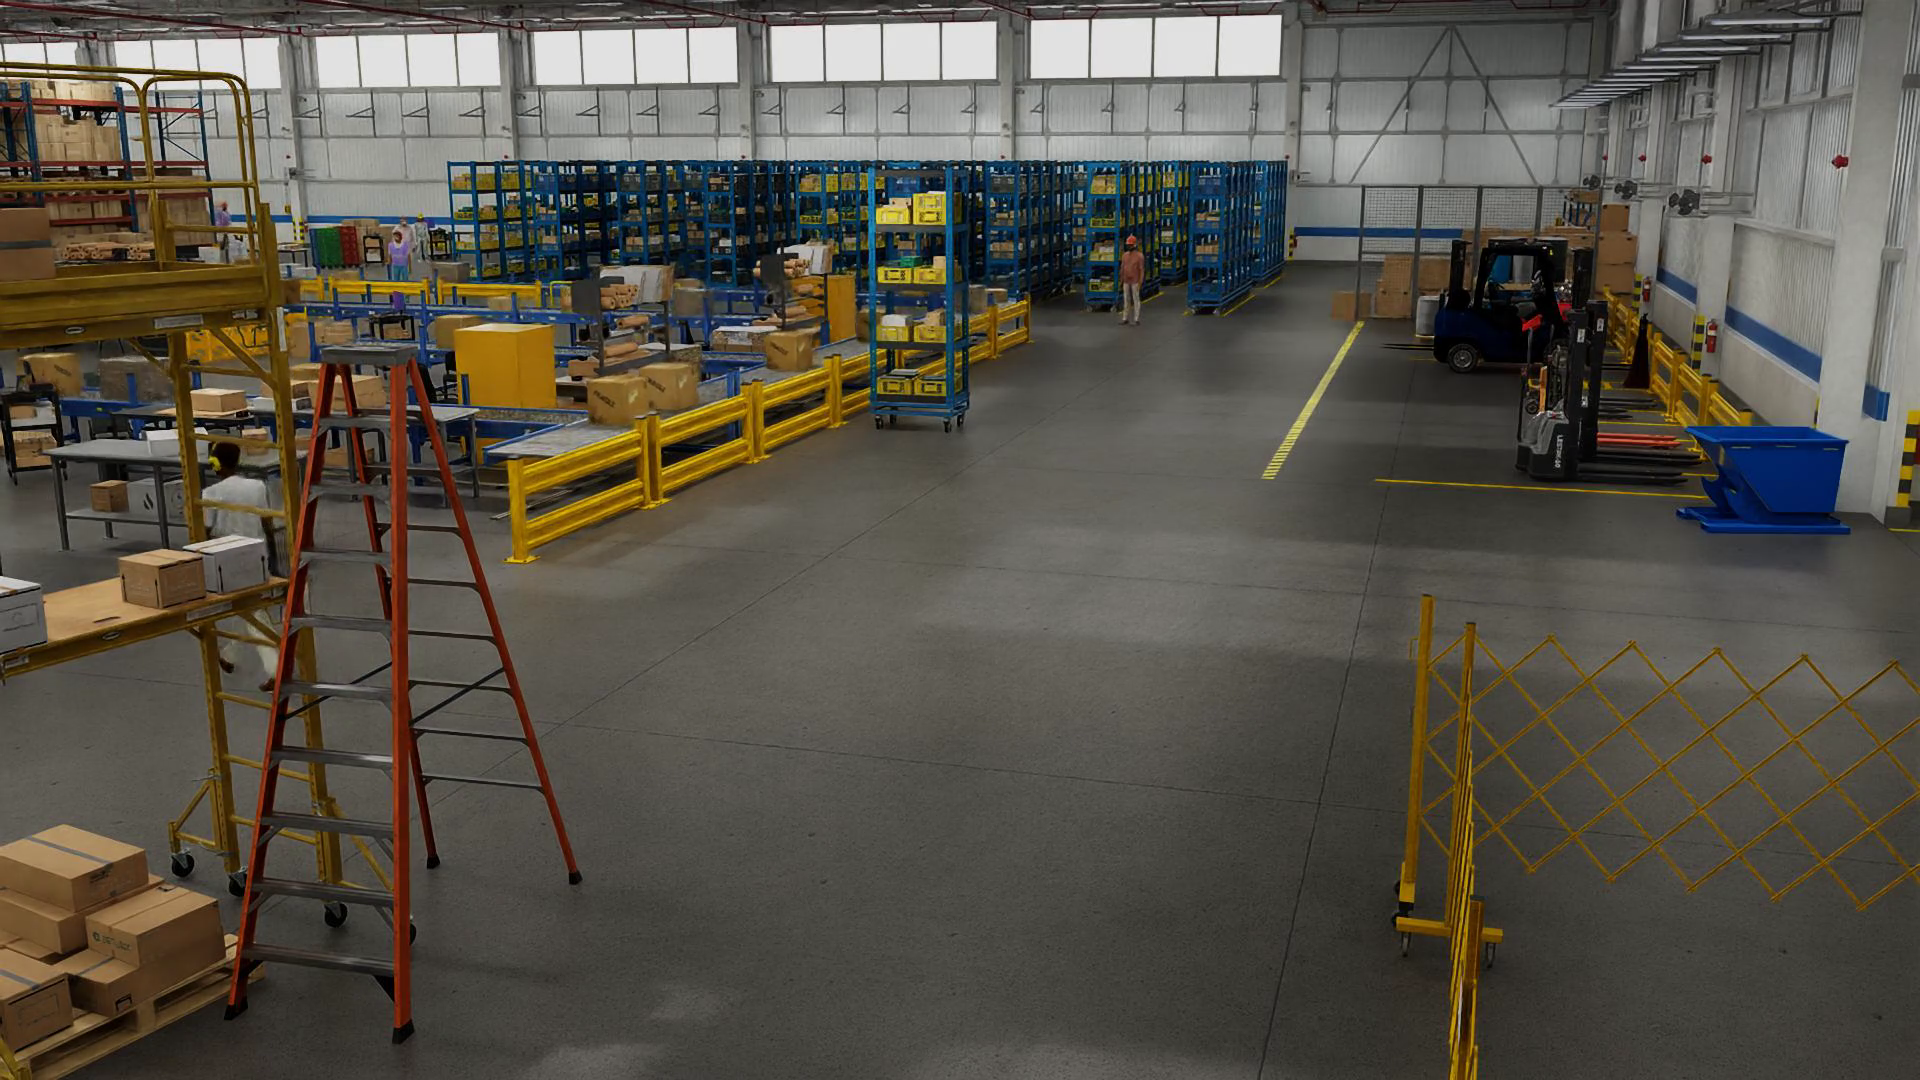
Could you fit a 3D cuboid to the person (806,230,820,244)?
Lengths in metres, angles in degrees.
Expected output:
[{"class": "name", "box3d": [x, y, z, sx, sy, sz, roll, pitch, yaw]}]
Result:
[{"class": "person", "box3d": [-3.856, -7.364, 44.393, 0.403, 1.823, 0.586, 13, 18, 44]}]

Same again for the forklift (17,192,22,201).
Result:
[{"class": "forklift", "box3d": [-28.579, -9.196, 49.997, 1.129, 2.768, 1.873, -7, 15, -29]}]

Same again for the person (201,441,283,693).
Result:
[{"class": "person", "box3d": [-5.172, 0.176, 11.843, 1.028, 1.815, 0.536, 8, 15, 32]}]

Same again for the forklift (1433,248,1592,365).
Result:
[{"class": "forklift", "box3d": [9.780, -4.111, 29.280, 2.680, 1.987, 1.157, 3, 13, 14]}]

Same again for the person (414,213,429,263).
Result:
[{"class": "person", "box3d": [-19.145, -10.736, 59.154, 0.485, 1.734, 0.346, -8, 15, -32]}]

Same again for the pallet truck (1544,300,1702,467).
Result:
[{"class": "pallet truck", "box3d": [8.263, -1.952, 20.631, 1.885, 1.965, 0.823, 5, 14, 20]}]

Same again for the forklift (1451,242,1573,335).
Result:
[{"class": "forklift", "box3d": [10.464, -4.597, 31.405, 2.680, 1.987, 1.157, 4, 14, 16]}]

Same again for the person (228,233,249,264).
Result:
[{"class": "person", "box3d": [-19.192, -7.361, 44.380, 0.600, 1.820, 0.404, 6, 14, 24]}]

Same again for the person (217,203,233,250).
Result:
[{"class": "person", "box3d": [-29.427, -12.579, 66.767, 0.972, 1.884, 0.571, 6, 14, 23]}]

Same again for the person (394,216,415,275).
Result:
[{"class": "person", "box3d": [-17.502, -9.261, 52.466, 0.638, 1.882, 0.482, -8, 15, -30]}]

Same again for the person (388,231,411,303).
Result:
[{"class": "person", "box3d": [-14.491, -7.071, 43.091, 0.564, 1.837, 0.395, -1, 13, -4]}]

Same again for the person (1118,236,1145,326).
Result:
[{"class": "person", "box3d": [3.843, -5.801, 37.265, 0.608, 1.995, 0.377, 11, 17, 40]}]

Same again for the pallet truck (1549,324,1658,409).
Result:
[{"class": "pallet truck", "box3d": [9.824, -2.669, 25.407, 1.601, 1.201, 0.680, 4, 14, 16]}]

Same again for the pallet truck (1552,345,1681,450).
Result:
[{"class": "pallet truck", "box3d": [8.641, -1.896, 21.908, 1.630, 1.274, 0.653, 4, 14, 16]}]

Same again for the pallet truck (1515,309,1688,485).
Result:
[{"class": "pallet truck", "box3d": [7.554, -1.677, 19.446, 1.885, 1.965, 0.823, 3, 13, 14]}]

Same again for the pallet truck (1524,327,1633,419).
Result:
[{"class": "pallet truck", "box3d": [9.065, -2.460, 24.370, 1.522, 1.261, 0.704, 3, 13, 14]}]
